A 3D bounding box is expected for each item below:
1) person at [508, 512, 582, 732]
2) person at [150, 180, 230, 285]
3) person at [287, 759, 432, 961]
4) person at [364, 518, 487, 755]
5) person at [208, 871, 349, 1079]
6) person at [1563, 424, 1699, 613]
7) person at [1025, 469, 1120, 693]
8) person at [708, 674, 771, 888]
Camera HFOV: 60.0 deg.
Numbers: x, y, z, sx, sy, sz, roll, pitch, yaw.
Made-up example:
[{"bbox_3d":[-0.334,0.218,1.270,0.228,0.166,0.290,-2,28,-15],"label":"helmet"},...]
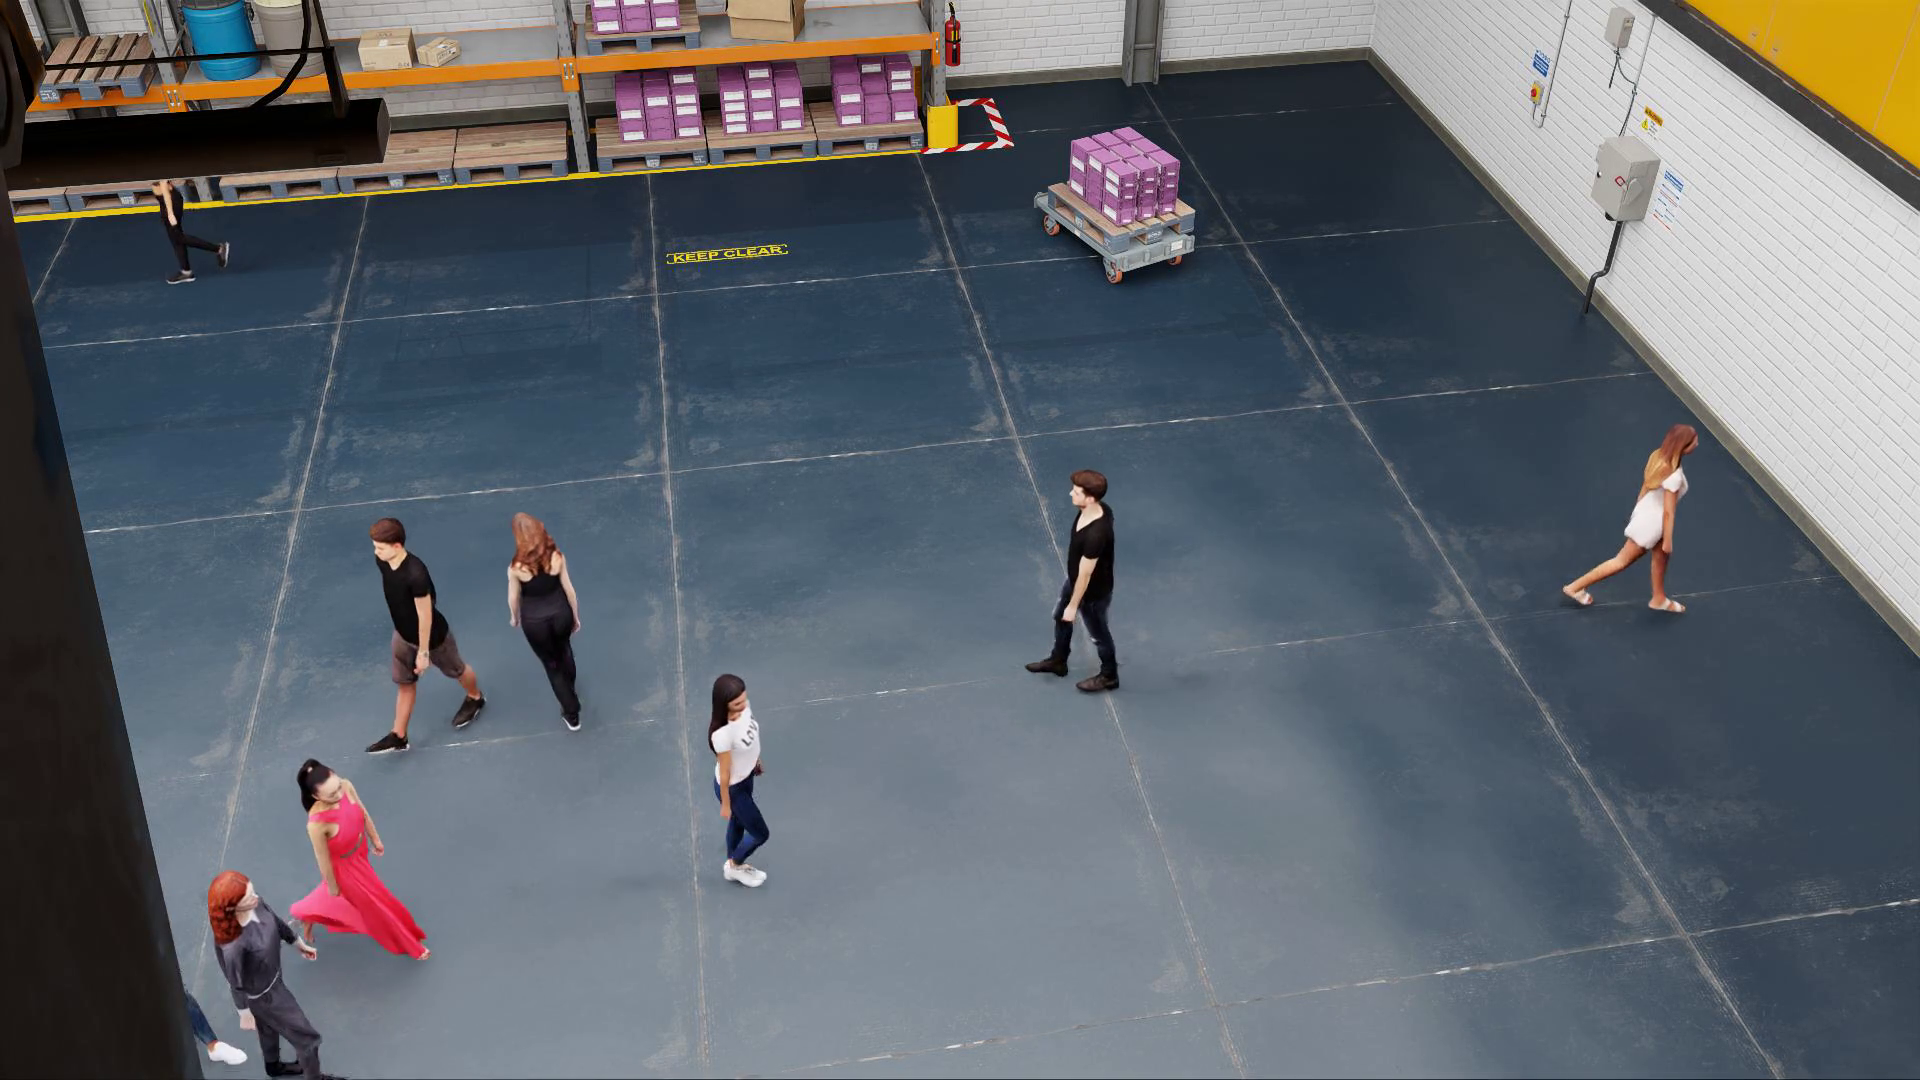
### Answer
[{"bbox_3d":[-2.742,0.607,11.174,0.835,1.720,0.805,-21,43,-24],"label":"person"},{"bbox_3d":[-7.549,-3.248,16.070,0.947,1.634,0.738,-19,42,-22],"label":"person"},{"bbox_3d":[-3.606,1.870,9.614,1.143,1.693,0.793,3,39,4],"label":"person"},{"bbox_3d":[-3.526,0.572,11.138,1.161,1.819,1.214,23,44,26],"label":"person"},{"bbox_3d":[-3.825,2.387,8.913,0.703,1.760,0.617,-7,39,-9],"label":"person"},{"bbox_3d":[4.949,-0.117,12.132,1.209,1.655,0.844,6,39,7],"label":"person"},{"bbox_3d":[0.985,0.325,11.405,0.911,1.871,0.715,-3,39,-4],"label":"person"},{"bbox_3d":[-1.446,1.468,10.060,0.686,1.764,0.694,5,39,7],"label":"person"}]
